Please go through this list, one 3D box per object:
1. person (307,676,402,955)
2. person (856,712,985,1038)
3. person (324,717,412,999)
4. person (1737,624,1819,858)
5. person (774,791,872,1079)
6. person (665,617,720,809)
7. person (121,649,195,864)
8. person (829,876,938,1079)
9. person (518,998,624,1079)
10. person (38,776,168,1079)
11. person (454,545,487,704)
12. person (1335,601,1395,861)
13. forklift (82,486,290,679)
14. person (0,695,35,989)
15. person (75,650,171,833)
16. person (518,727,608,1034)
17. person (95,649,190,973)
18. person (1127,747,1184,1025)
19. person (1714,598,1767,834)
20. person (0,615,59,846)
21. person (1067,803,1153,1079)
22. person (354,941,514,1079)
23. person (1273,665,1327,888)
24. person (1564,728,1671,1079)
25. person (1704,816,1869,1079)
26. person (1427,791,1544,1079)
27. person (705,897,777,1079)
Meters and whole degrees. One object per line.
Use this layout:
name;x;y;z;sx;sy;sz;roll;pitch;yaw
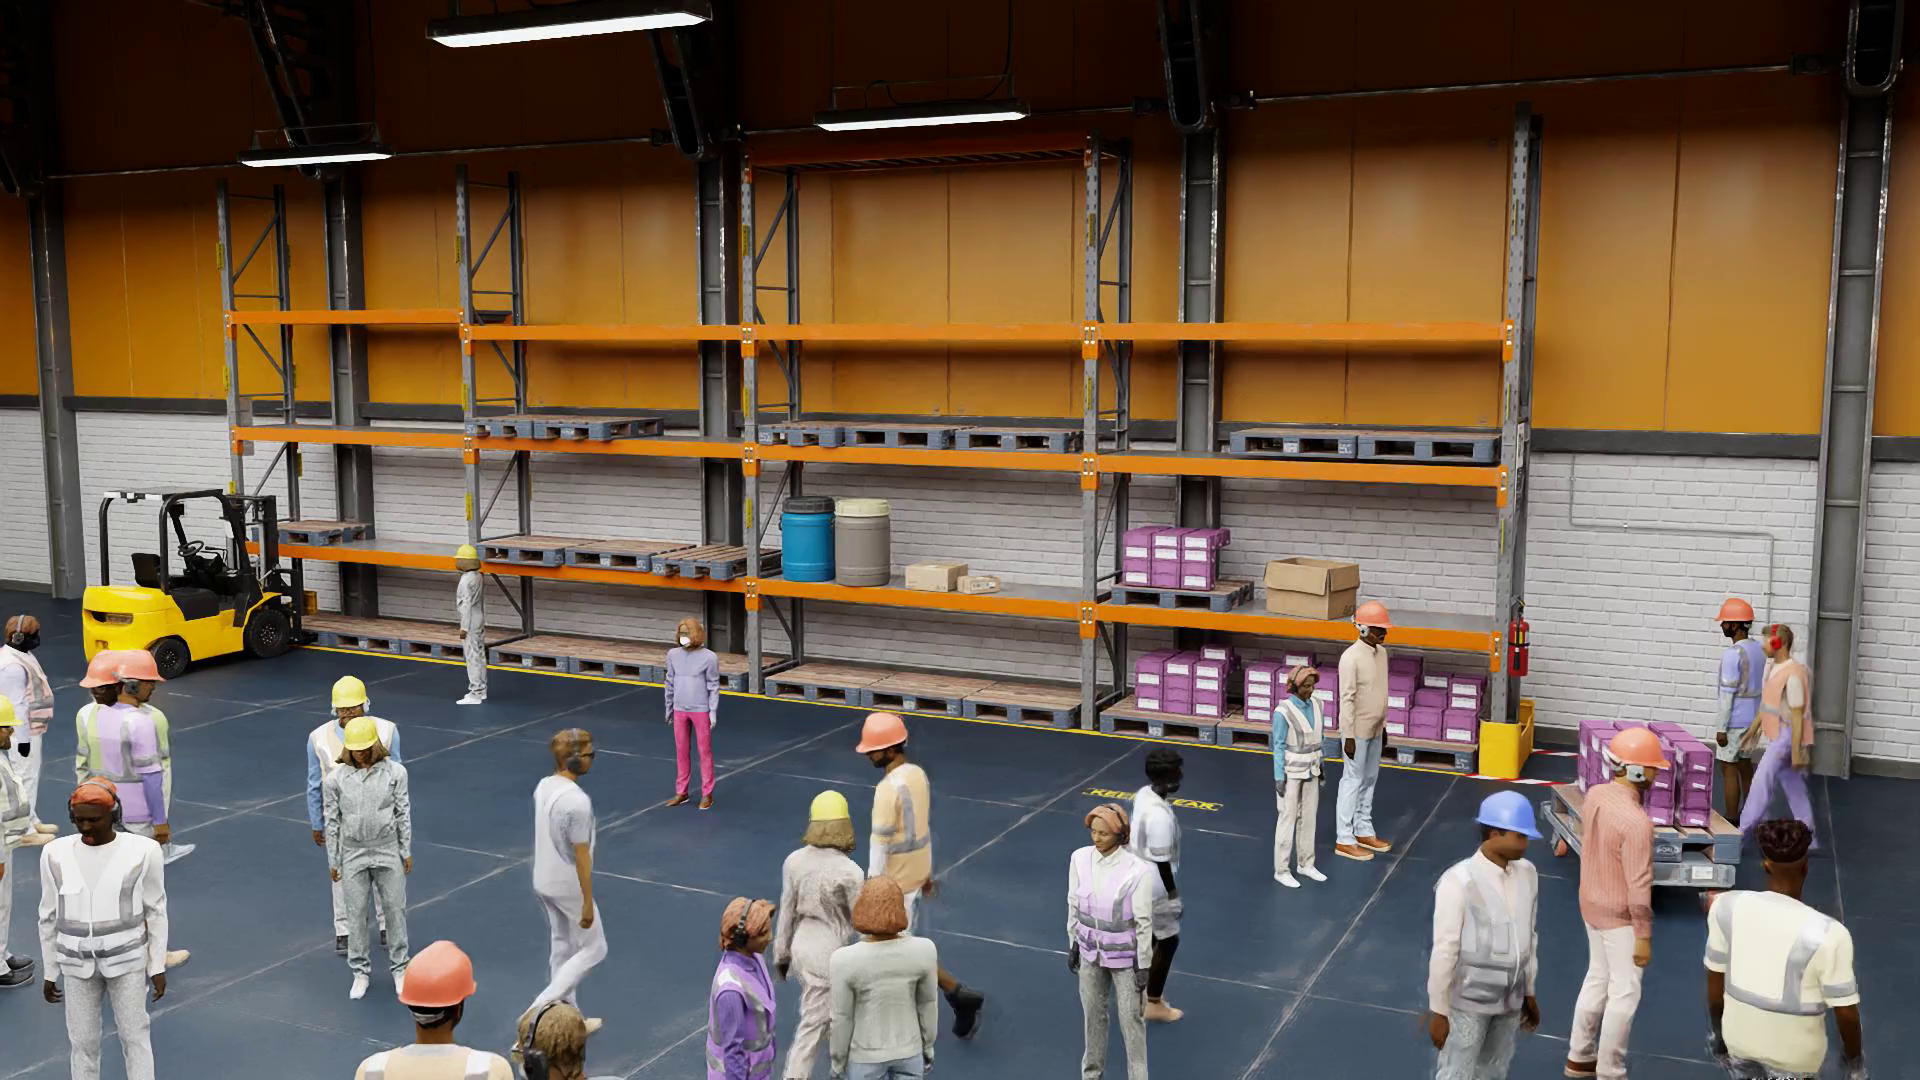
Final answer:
person;-3.916;1.775;10.798;0.596;1.827;0.403;-2;7;-19
person;-0.267;1.905;9.426;0.757;1.902;0.568;2;7;15
person;-3.568;1.911;10.052;0.489;1.728;0.323;-2;7;-19
person;6.201;1.544;12.800;0.923;1.789;0.563;2;7;18
person;-0.640;2.121;8.474;0.510;1.686;0.893;6;9;40
person;-2.280;1.465;14.120;0.503;1.633;0.280;2;7;18
person;-6.044;1.651;12.267;0.844;1.706;0.498;-6;9;-43
person;-0.338;2.282;7.355;0.500;1.636;0.282;-3;7;-20
person;-1.239;2.395;5.258;0.387;1.928;0.636;3;8;26
person;-4.156;2.071;8.078;0.572;1.887;0.356;-1;7;-10
person;-5.360;0.917;18.186;0.284;1.746;0.492;0;7;1
person;3.125;1.453;12.793;0.399;1.988;0.615;6;9;42
forklift;-9.426;0.454;20.179;1.214;2.155;2.313;3;8;26
person;-5.928;1.847;10.215;0.403;1.820;0.603;-4;8;-32
person;-5.313;1.697;10.539;0.608;2.040;0.394;1;7;8
person;-2.240;1.956;9.276;0.558;1.829;0.500;7;10;44
person;-5.195;1.702;10.520;0.605;2.035;0.392;5;8;34
person;1.121;1.998;9.616;0.354;1.660;0.560;0;7;-3
person;6.181;1.422;13.287;0.545;1.930;0.380;-5;9;-38
person;-7.365;1.493;13.098;0.429;1.833;0.636;-3;8;-26
person;0.773;2.144;8.535;0.513;1.630;0.318;6;9;39
person;-1.774;2.331;5.715;0.548;1.936;0.378;0;7;-1
person;2.464;1.709;12.121;0.524;1.631;0.315;-6;9;-39
person;3.456;1.950;8.701;0.409;1.979;0.629;0;7;-4
person;3.577;2.156;7.152;0.551;1.944;0.667;-4;8;-30
person;2.393;2.112;7.665;0.707;1.921;0.383;-4;8;-30
person;-0.931;2.315;7.114;0.314;1.630;0.528;0;7;1
